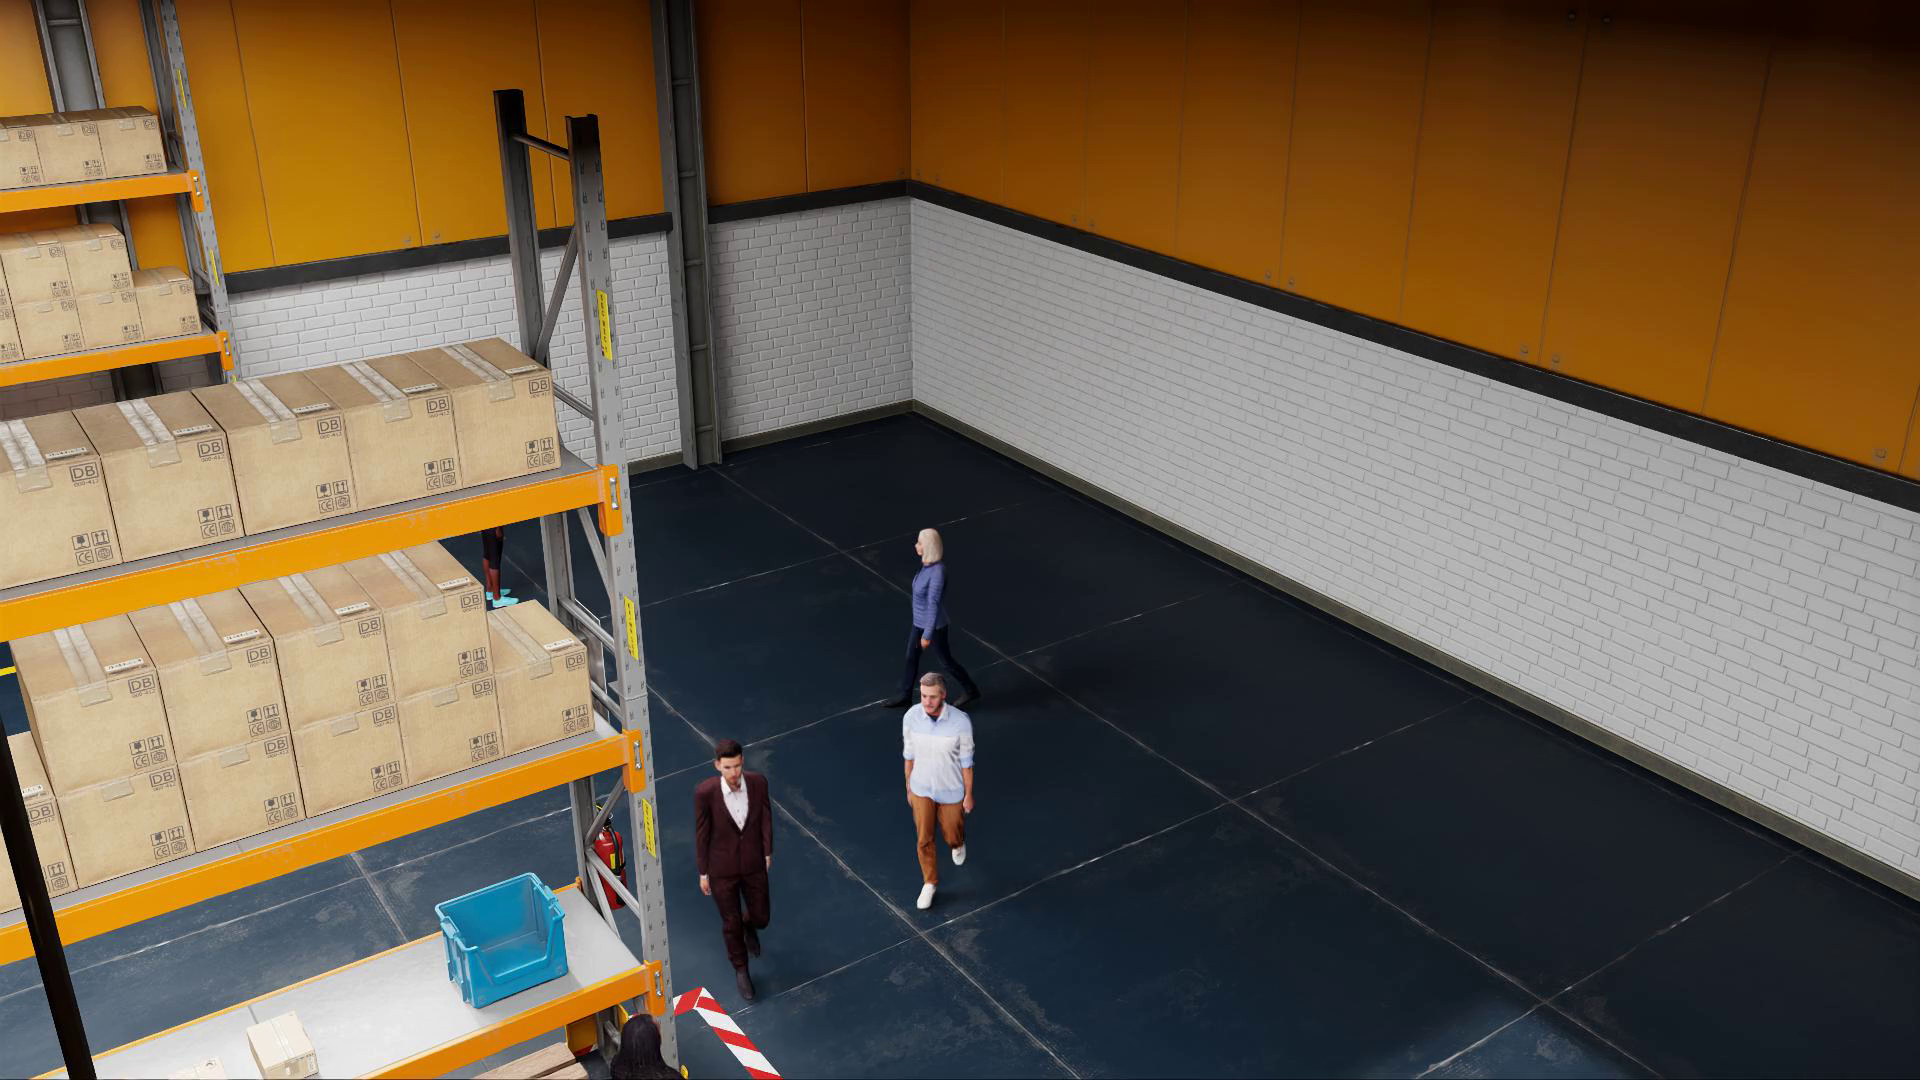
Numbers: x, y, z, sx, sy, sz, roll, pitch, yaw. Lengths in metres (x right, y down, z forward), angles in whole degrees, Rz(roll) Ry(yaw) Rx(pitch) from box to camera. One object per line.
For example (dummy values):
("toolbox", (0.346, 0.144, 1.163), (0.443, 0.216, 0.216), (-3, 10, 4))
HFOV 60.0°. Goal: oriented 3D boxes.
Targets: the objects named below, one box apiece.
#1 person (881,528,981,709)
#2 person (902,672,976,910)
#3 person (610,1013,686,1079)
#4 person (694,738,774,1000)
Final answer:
("person", (-0.154, 0.716, 14.340), (1.197, 1.710, 0.918), (-6, 24, -14))
("person", (-0.136, 1.730, 11.899), (1.001, 1.808, 1.074), (6, 24, 12))
("person", (-1.633, 3.233, 8.619), (0.976, 1.682, 1.273), (14, 27, 28))
("person", (-1.494, 2.104, 10.988), (0.884, 1.851, 0.877), (-8, 25, -18))
